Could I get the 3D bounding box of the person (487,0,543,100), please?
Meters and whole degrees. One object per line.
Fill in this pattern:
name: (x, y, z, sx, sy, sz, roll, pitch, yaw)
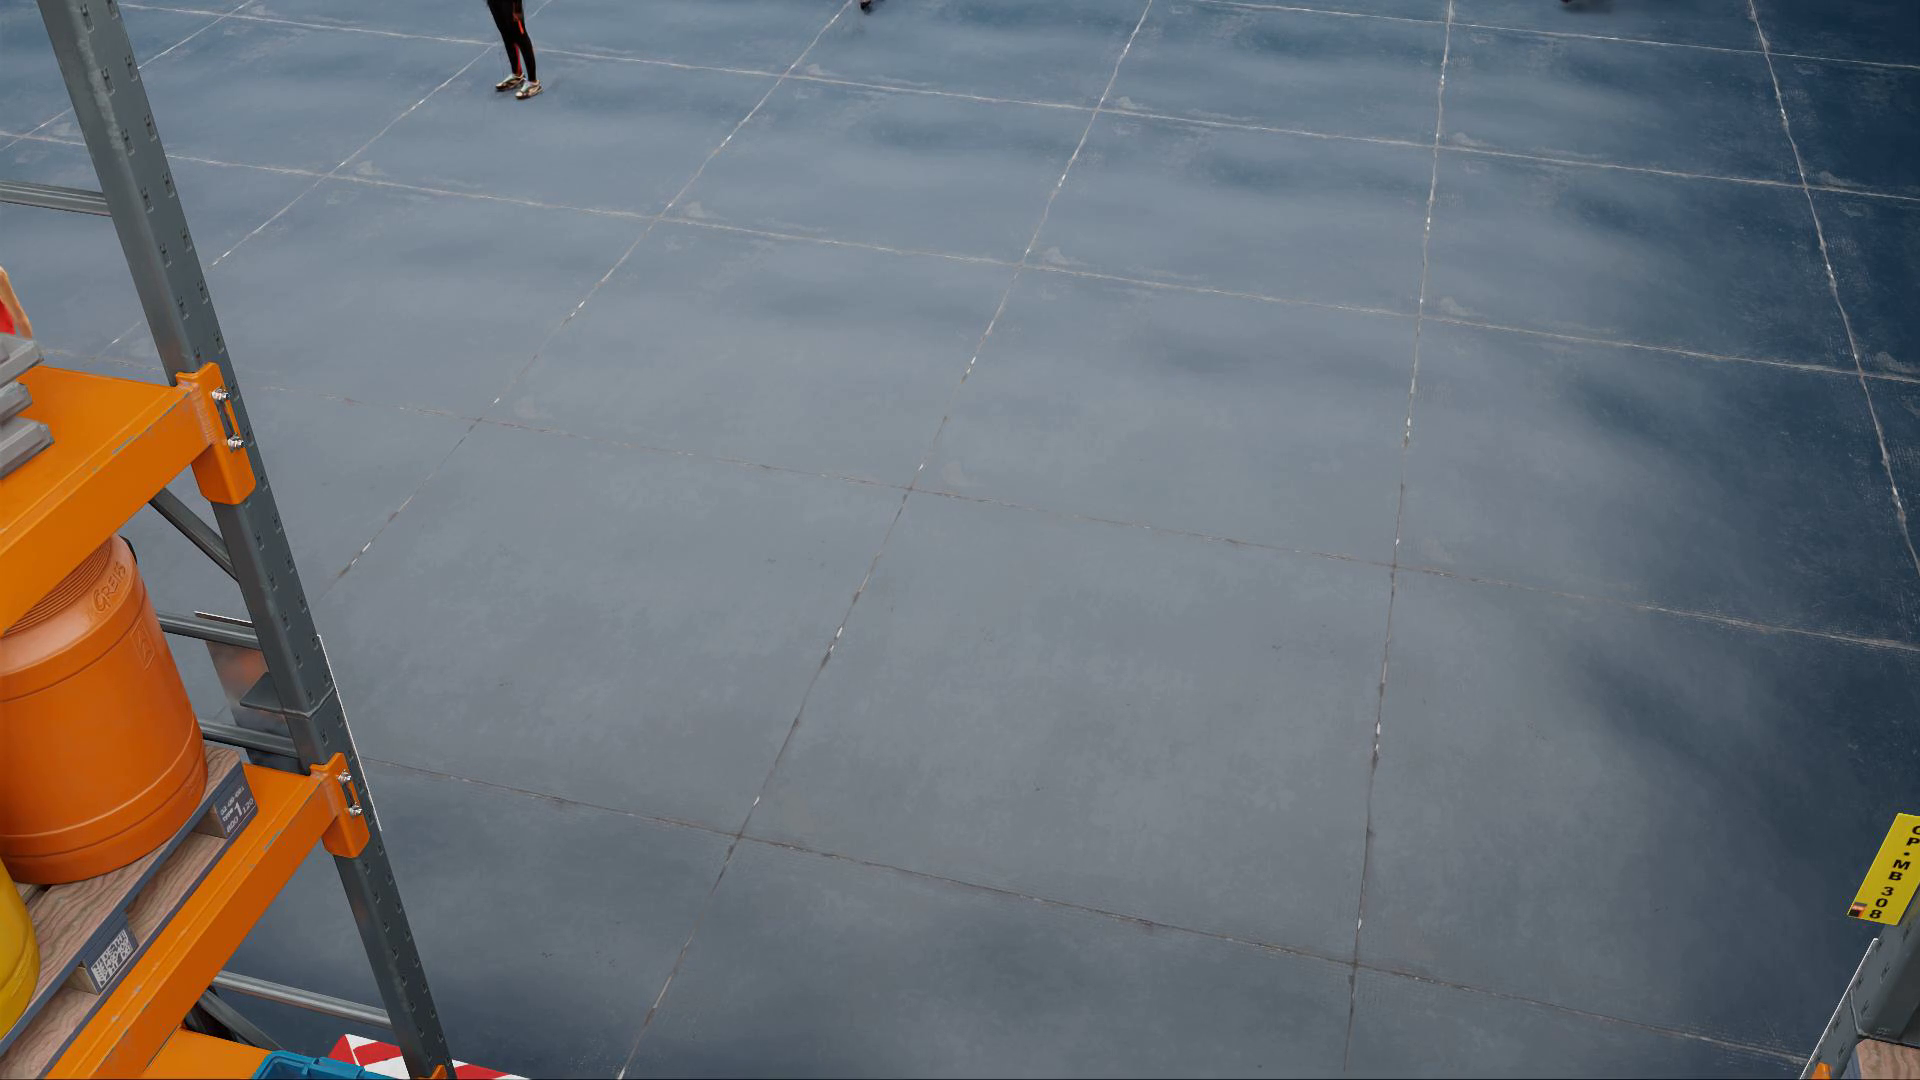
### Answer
person: (-4.046, -4.861, 14.819, 0.711, 1.807, 0.707, -31, 48, -34)
